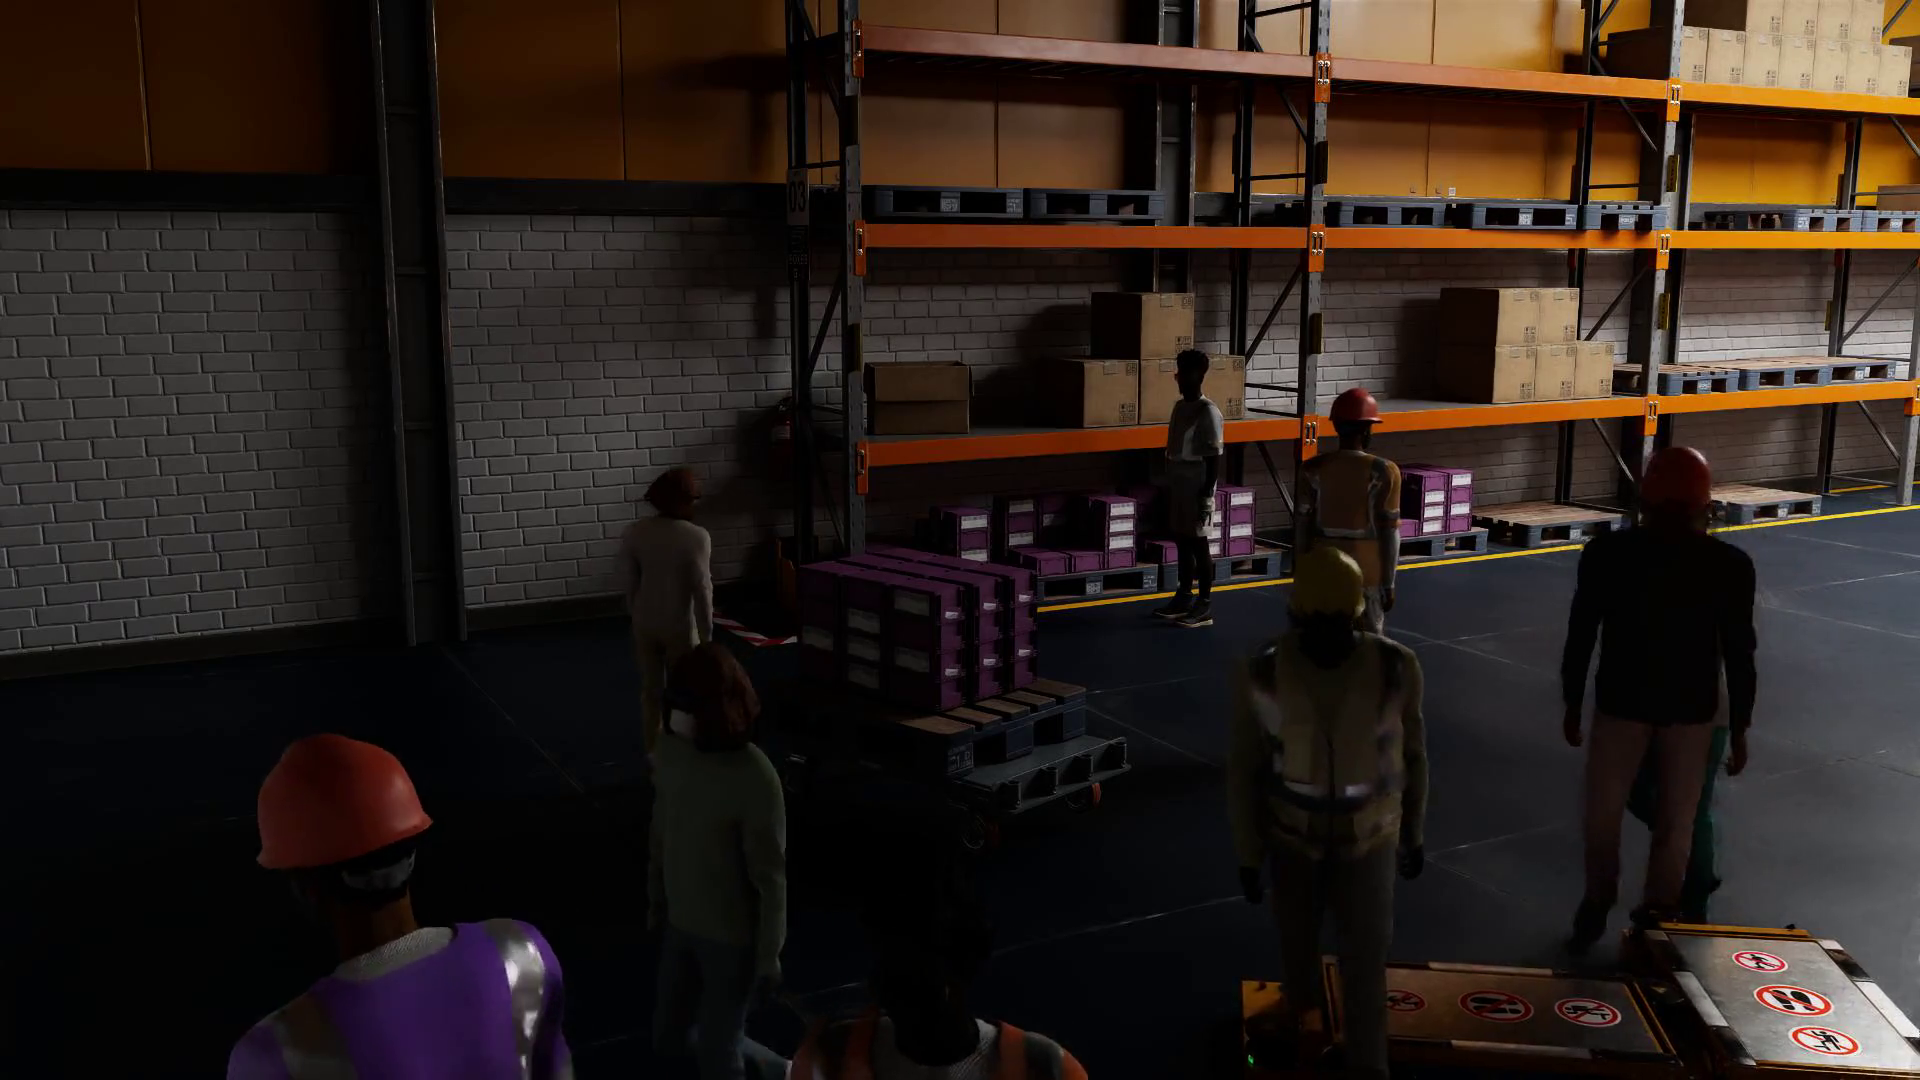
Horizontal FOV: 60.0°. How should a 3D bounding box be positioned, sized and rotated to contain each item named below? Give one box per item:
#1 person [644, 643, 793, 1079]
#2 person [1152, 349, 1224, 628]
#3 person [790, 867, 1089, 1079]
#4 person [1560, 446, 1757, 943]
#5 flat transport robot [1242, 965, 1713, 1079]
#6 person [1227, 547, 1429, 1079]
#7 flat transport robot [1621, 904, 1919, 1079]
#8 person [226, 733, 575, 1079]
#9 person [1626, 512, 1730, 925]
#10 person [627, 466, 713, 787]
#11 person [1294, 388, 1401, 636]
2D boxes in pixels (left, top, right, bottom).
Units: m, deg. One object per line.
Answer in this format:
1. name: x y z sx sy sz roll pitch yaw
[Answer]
1. person: -0.634 1.059 4.538 0.526 1.620 0.511 -10 14 -44
2. person: 1.625 -0.369 11.780 0.361 1.965 0.613 -3 10 -19
3. person: -0.026 1.322 2.903 0.534 1.672 0.723 2 10 9
4. person: 2.537 0.623 6.065 0.649 1.963 0.487 2 10 13
5. flat transport robot: 1.641 1.591 5.372 1.431 0.197 0.652 2 10 9
6. person: 1.094 0.905 4.968 0.598 1.784 0.875 2 10 12
7. flat transport robot: 2.704 1.571 5.489 0.652 0.197 1.431 1 10 8
8. person: -0.876 1.241 2.685 0.446 1.908 0.587 8 13 40
9. person: 2.720 0.679 6.348 0.400 1.741 0.559 -1 10 -5
10. person: -1.436 0.441 8.110 0.527 1.608 0.416 4 11 22
11. person: 2.035 0.172 8.761 0.547 1.934 0.376 5 11 24
